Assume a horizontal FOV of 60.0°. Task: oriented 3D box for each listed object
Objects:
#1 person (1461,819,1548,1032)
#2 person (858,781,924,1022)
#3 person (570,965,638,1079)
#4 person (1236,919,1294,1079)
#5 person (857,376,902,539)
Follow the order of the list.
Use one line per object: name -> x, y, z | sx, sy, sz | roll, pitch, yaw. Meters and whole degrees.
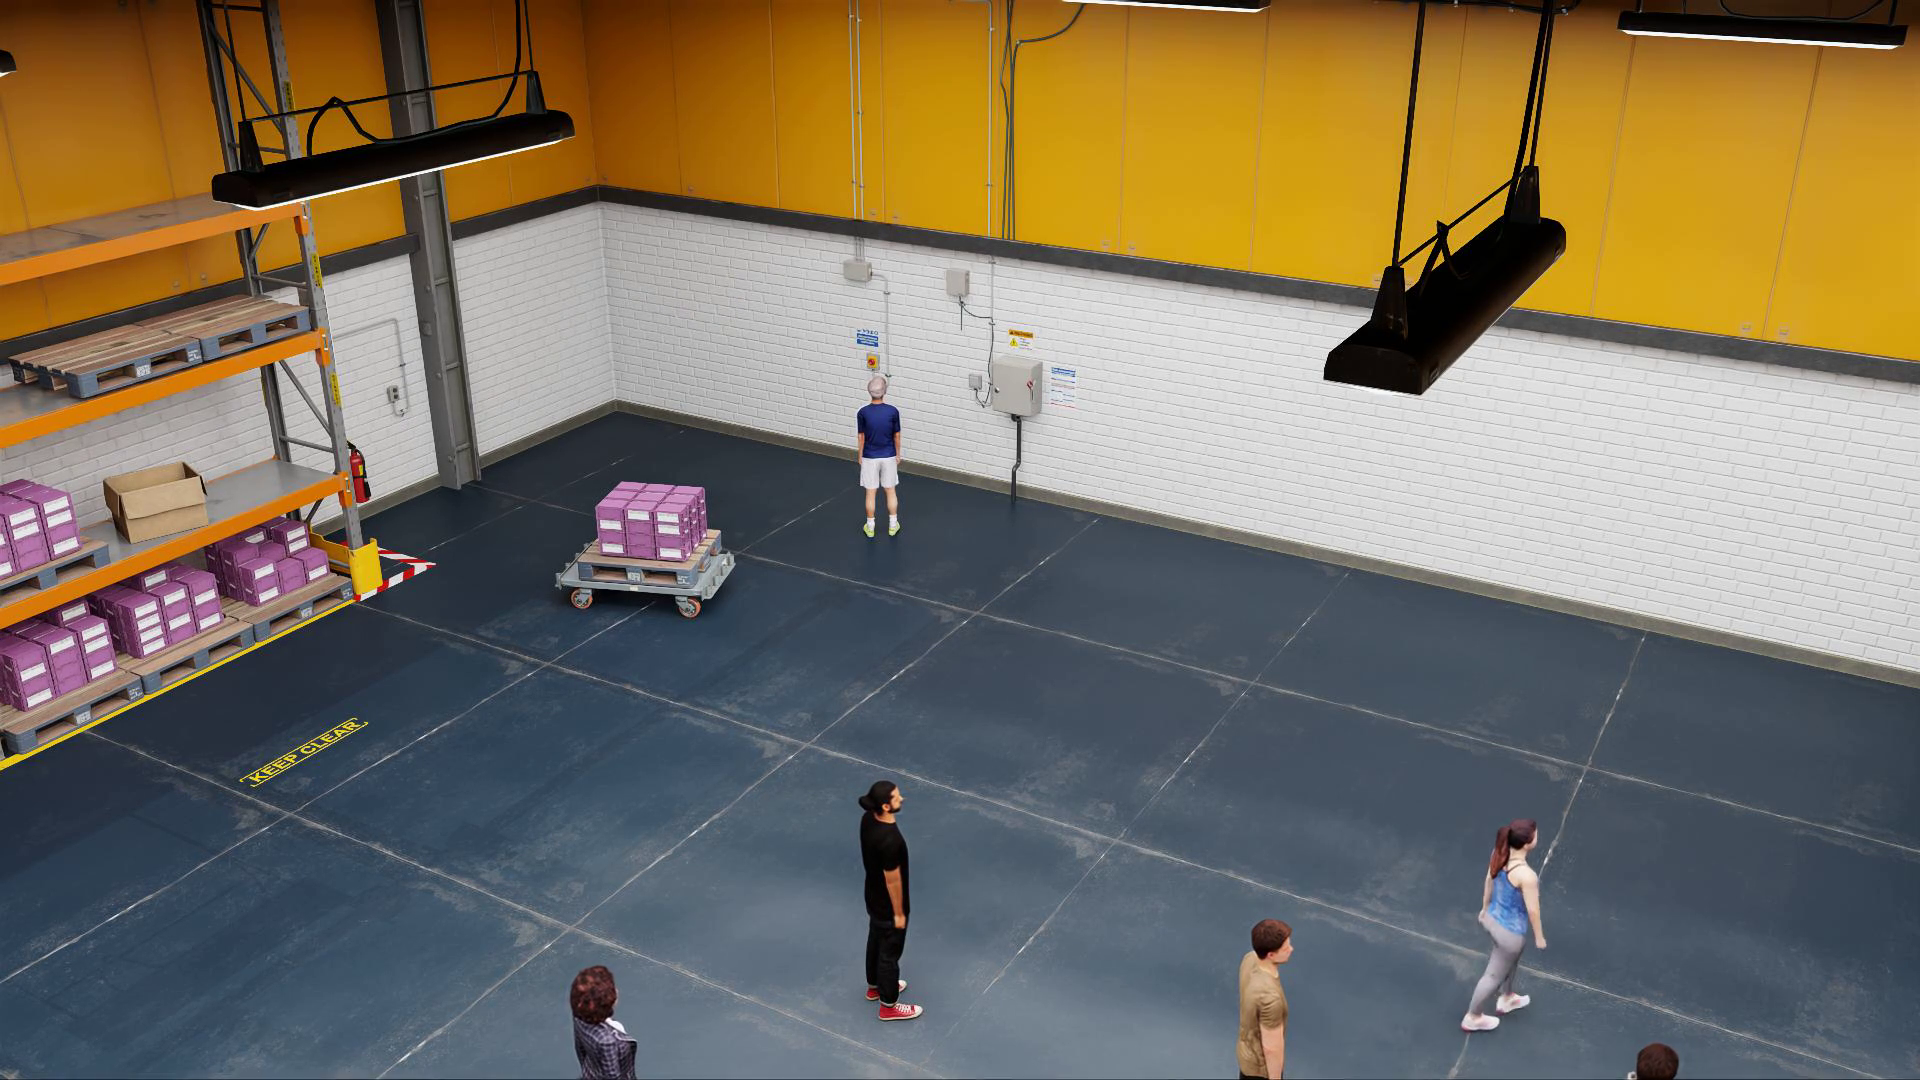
person -> 3.477, 2.525, 10.779 | 0.880, 1.590, 0.831 | -4, 24, -10
person -> -0.491, 2.355, 10.960 | 0.765, 1.758, 0.727 | -9, 25, -20
person -> -1.980, 3.112, 9.298 | 0.682, 1.701, 0.693 | -16, 28, -33
person -> 1.710, 2.943, 9.496 | 0.810, 1.852, 0.703 | -2, 24, -4
person -> -0.891, -0.924, 18.360 | 0.722, 1.839, 0.758 | -3, 24, -8
